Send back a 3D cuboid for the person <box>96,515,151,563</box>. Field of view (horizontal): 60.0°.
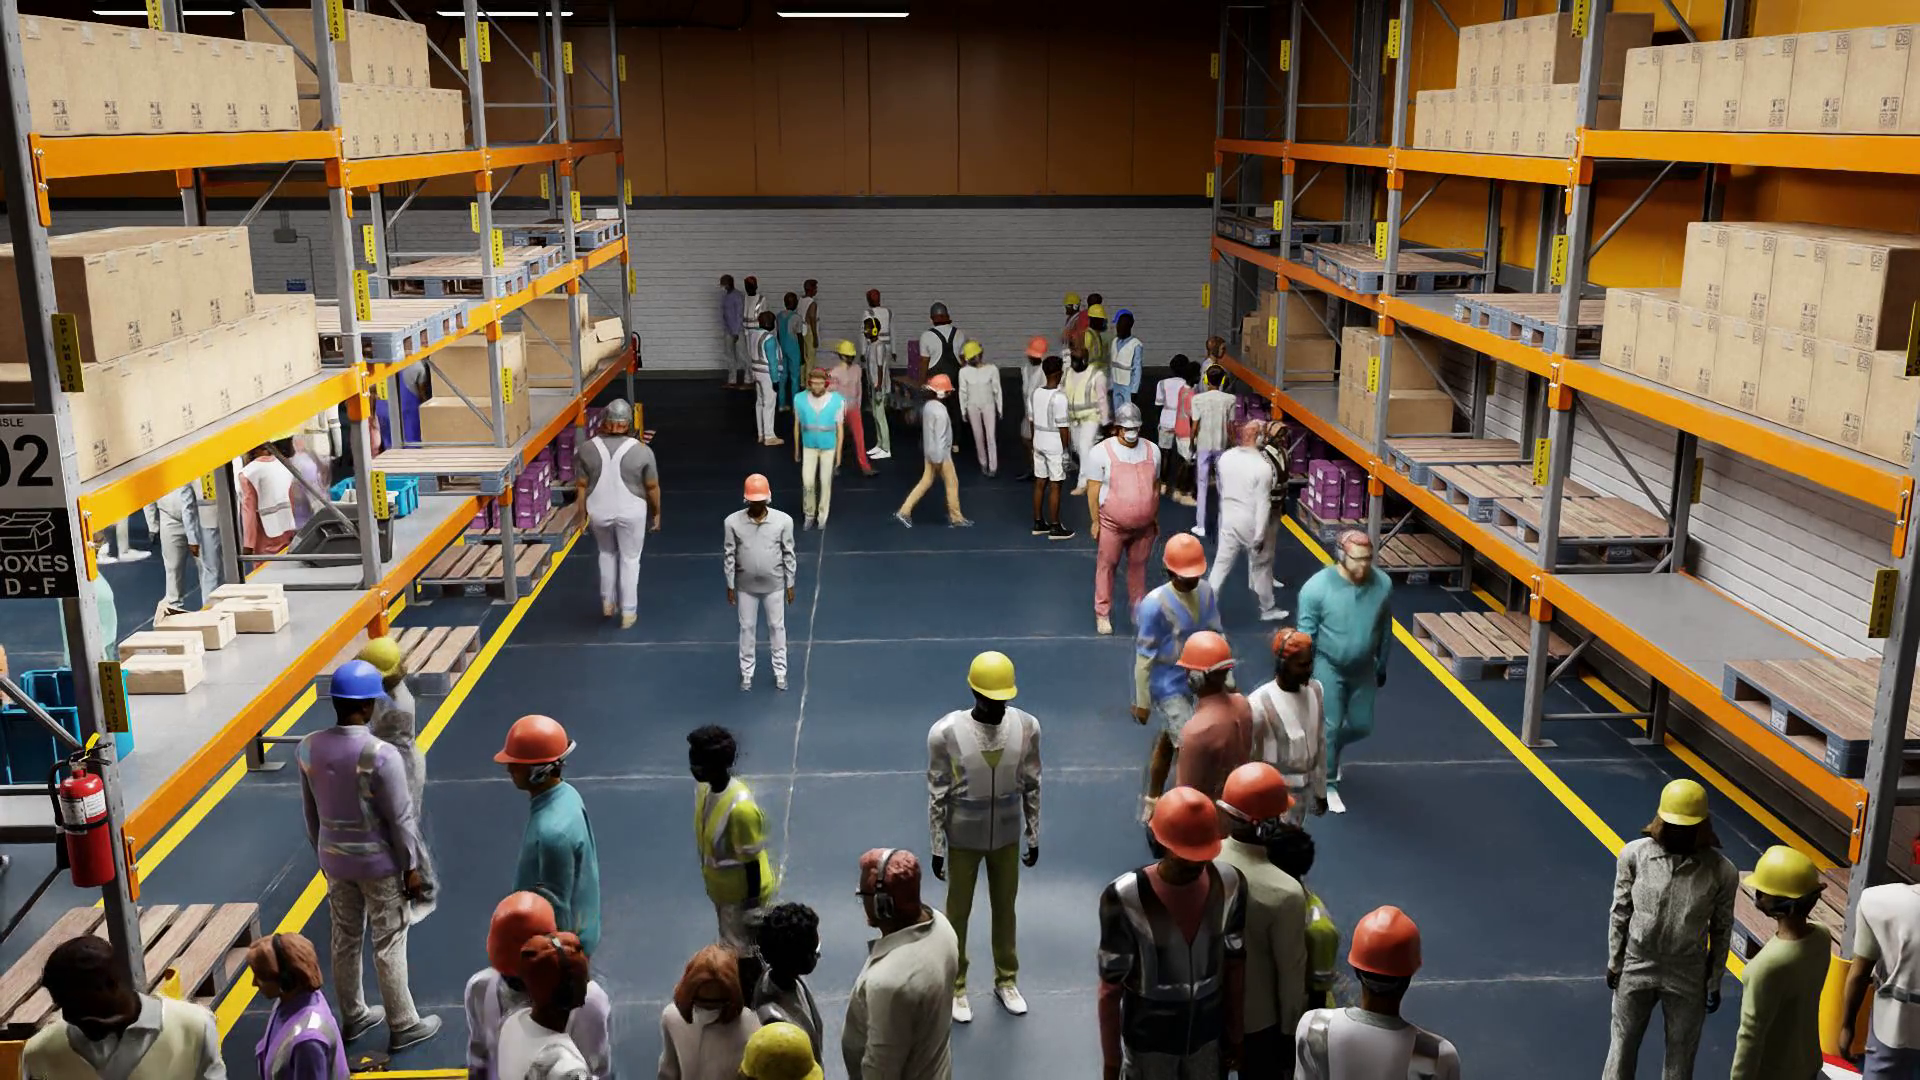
[{"bbox_3d":[-8.555,-0.672,16.771,0.698,1.826,0.558,-4,15,-14],"label":"person"}]

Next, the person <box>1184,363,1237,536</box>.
[{"bbox_3d":[2.684,-0.960,17.853,0.572,1.878,0.401,-1,14,-5],"label":"person"}]

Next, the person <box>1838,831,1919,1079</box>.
[{"bbox_3d":[3.738,1.950,6.473,0.561,1.837,0.390,6,16,24],"label":"person"}]

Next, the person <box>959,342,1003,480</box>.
[{"bbox_3d":[0.258,-1.607,20.689,0.543,1.702,0.797,3,15,10],"label":"person"}]

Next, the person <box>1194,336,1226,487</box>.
[{"bbox_3d":[3.053,-1.568,20.293,0.334,1.838,0.508,1,14,3],"label":"person"}]

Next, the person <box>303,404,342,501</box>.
[{"bbox_3d":[-6.915,-0.979,17.831,0.589,1.912,0.397,-1,14,-4],"label":"person"}]

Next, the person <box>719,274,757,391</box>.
[{"bbox_3d":[-3.636,-3.411,27.385,0.565,1.910,0.842,-9,17,-32],"label":"person"}]

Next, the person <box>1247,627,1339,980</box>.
[{"bbox_3d":[1.673,1.335,8.862,0.602,1.856,0.901,-12,19,-40],"label":"person"}]

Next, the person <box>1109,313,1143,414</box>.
[{"bbox_3d":[2.178,-2.030,21.932,0.392,1.919,0.591,-9,17,-31],"label":"person"}]

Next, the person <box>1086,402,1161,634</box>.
[{"bbox_3d":[1.461,-0.194,14.480,0.688,2.000,0.538,-5,15,-17],"label":"person"}]

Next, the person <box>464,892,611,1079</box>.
[{"bbox_3d":[-1.455,2.078,5.820,0.577,1.912,0.481,5,15,18],"label":"person"}]

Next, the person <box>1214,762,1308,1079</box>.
[{"bbox_3d":[1.123,1.832,6.619,0.391,1.995,0.613,-12,18,-38],"label":"person"}]

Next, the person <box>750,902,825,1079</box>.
[{"bbox_3d":[-0.653,2.117,6.107,0.322,1.690,0.533,0,14,-1],"label":"person"}]

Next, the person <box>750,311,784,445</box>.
[{"bbox_3d":[-2.647,-2.231,22.890,0.429,1.840,0.631,-7,16,-27],"label":"person"}]

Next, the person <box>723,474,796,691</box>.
[{"bbox_3d":[-1.565,0.329,13.016,0.566,1.744,0.350,-1,14,-3],"label":"person"}]

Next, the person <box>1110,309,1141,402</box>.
[{"bbox_3d":[2.183,-2.099,22.142,0.387,1.948,0.602,-7,16,-24],"label":"person"}]

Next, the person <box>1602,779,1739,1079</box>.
[{"bbox_3d":[3.008,1.838,7.097,0.484,1.744,0.295,6,16,23],"label":"person"}]

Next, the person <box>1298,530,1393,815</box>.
[{"bbox_3d":[2.470,0.812,10.838,0.673,1.885,0.556,-4,15,-14],"label":"person"}]

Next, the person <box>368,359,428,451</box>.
[{"bbox_3d":[-6.741,-1.593,19.974,0.710,2.000,0.861,-4,15,-16],"label":"person"}]

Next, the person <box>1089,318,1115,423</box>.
[{"bbox_3d":[2.027,-2.538,24.519,0.596,1.613,0.342,6,16,23],"label":"person"}]

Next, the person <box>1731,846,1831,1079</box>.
[{"bbox_3d":[3.105,2.011,6.390,0.527,1.761,0.340,-11,18,-38],"label":"person"}]

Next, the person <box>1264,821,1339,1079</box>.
[{"bbox_3d":[1.343,1.941,6.807,0.326,1.686,0.539,-5,15,-19],"label":"person"}]

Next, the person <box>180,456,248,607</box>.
[{"bbox_3d":[-6.416,-0.094,14.366,0.391,1.905,0.599,9,17,33],"label":"person"}]

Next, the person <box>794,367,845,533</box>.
[{"bbox_3d":[-1.520,-0.973,17.984,0.572,1.815,0.548,0,14,1],"label":"person"}]

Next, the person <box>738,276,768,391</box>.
[{"bbox_3d":[-3.412,-3.391,27.339,0.573,1.887,0.356,7,16,26],"label":"person"}]

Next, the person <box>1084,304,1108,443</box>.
[{"bbox_3d":[1.841,-2.306,23.017,0.390,1.918,0.588,4,15,14],"label":"person"}]

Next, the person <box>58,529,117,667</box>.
[{"bbox_3d":[-5.591,0.801,10.776,0.359,1.938,0.635,-9,17,-31],"label":"person"}]

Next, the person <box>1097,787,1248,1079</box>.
[{"bbox_3d":[0.823,1.885,6.347,0.611,2.032,0.411,-5,15,-17],"label":"person"}]

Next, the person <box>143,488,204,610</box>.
[{"bbox_3d":[-6.775,-0.149,14.573,0.651,1.906,0.401,-7,16,-25],"label":"person"}]

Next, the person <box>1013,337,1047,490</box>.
[{"bbox_3d":[0.900,-1.529,20.029,0.501,1.888,0.655,-11,18,-37],"label":"person"}]

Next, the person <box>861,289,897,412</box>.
[{"bbox_3d":[-1.244,-2.892,25.427,0.641,1.873,0.393,-13,19,-41],"label":"person"}]

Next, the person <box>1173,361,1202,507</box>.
[{"bbox_3d":[2.651,-1.235,19.263,0.317,1.696,0.540,-1,14,-3],"label":"person"}]
